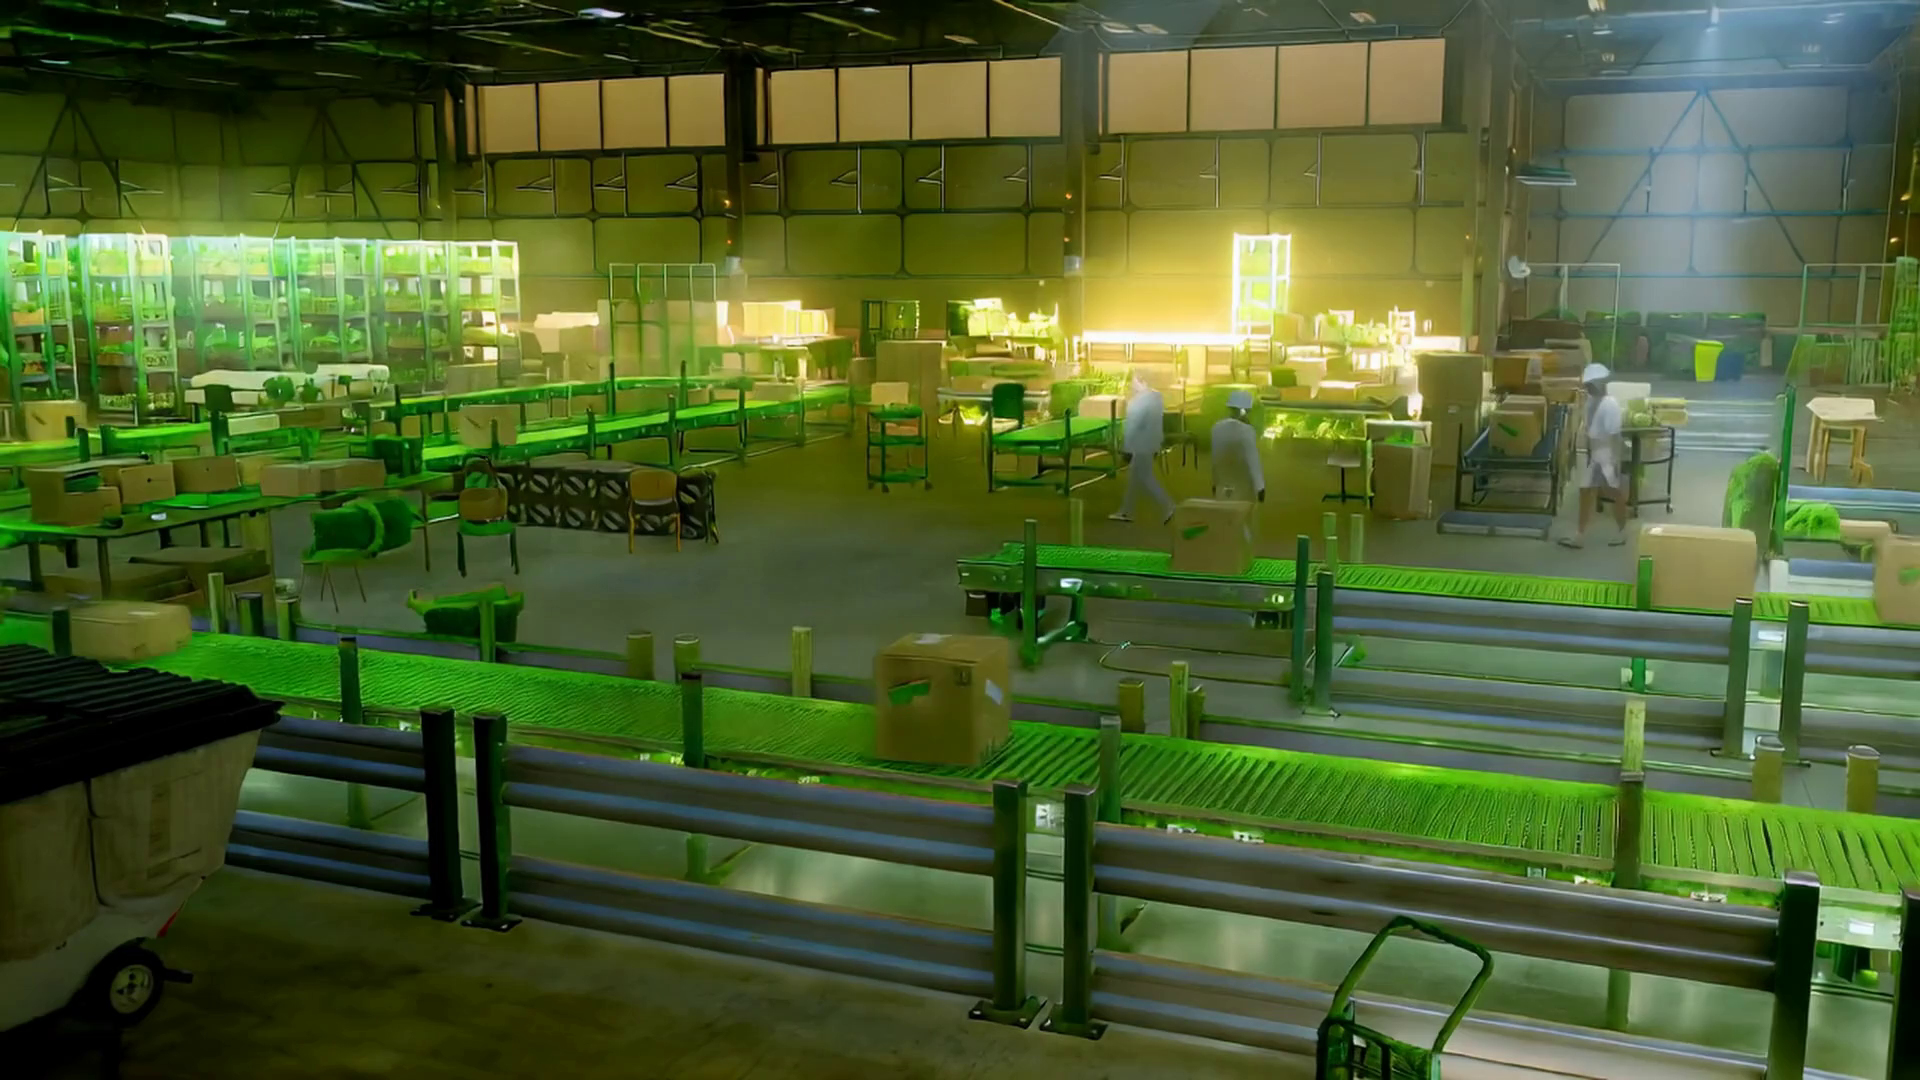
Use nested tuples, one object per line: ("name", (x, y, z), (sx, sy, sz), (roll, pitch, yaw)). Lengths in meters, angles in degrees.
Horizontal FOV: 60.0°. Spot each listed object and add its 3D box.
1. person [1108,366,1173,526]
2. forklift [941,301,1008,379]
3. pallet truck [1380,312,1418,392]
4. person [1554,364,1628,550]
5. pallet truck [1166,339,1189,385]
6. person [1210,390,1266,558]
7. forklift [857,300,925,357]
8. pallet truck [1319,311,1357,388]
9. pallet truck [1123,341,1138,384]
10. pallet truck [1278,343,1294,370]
("person", (2.185, -1.106, 19.513), (0.962, 1.867, 0.651), (6, 11, 32))
("forklift", (0.365, -4.966, 41.571), (1.157, 1.987, 2.680), (3, 10, 20))
("pallet truck", (10.207, -4.283, 38.369), (0.823, 1.965, 1.885), (3, 10, 20))
("person", (6.804, -0.871, 17.731), (0.964, 1.974, 0.715), (-3, 10, -16))
("pallet truck", (5.418, -4.269, 40.420), (0.704, 1.261, 1.522), (3, 10, 20))
("person", (2.844, -0.580, 16.506), (0.756, 1.802, 0.610), (-5, 11, -30))
("forklift", (-1.732, -5.109, 42.468), (1.157, 1.987, 2.680), (4, 10, 22))
("pallet truck", (9.071, -4.419, 39.190), (0.823, 1.965, 1.885), (5, 10, 26))
("pallet truck", (4.445, -4.380, 41.279), (0.680, 1.201, 1.601), (4, 10, 22))
("pallet truck", (7.886, -4.163, 39.743), (0.653, 1.274, 1.630), (4, 10, 22))
